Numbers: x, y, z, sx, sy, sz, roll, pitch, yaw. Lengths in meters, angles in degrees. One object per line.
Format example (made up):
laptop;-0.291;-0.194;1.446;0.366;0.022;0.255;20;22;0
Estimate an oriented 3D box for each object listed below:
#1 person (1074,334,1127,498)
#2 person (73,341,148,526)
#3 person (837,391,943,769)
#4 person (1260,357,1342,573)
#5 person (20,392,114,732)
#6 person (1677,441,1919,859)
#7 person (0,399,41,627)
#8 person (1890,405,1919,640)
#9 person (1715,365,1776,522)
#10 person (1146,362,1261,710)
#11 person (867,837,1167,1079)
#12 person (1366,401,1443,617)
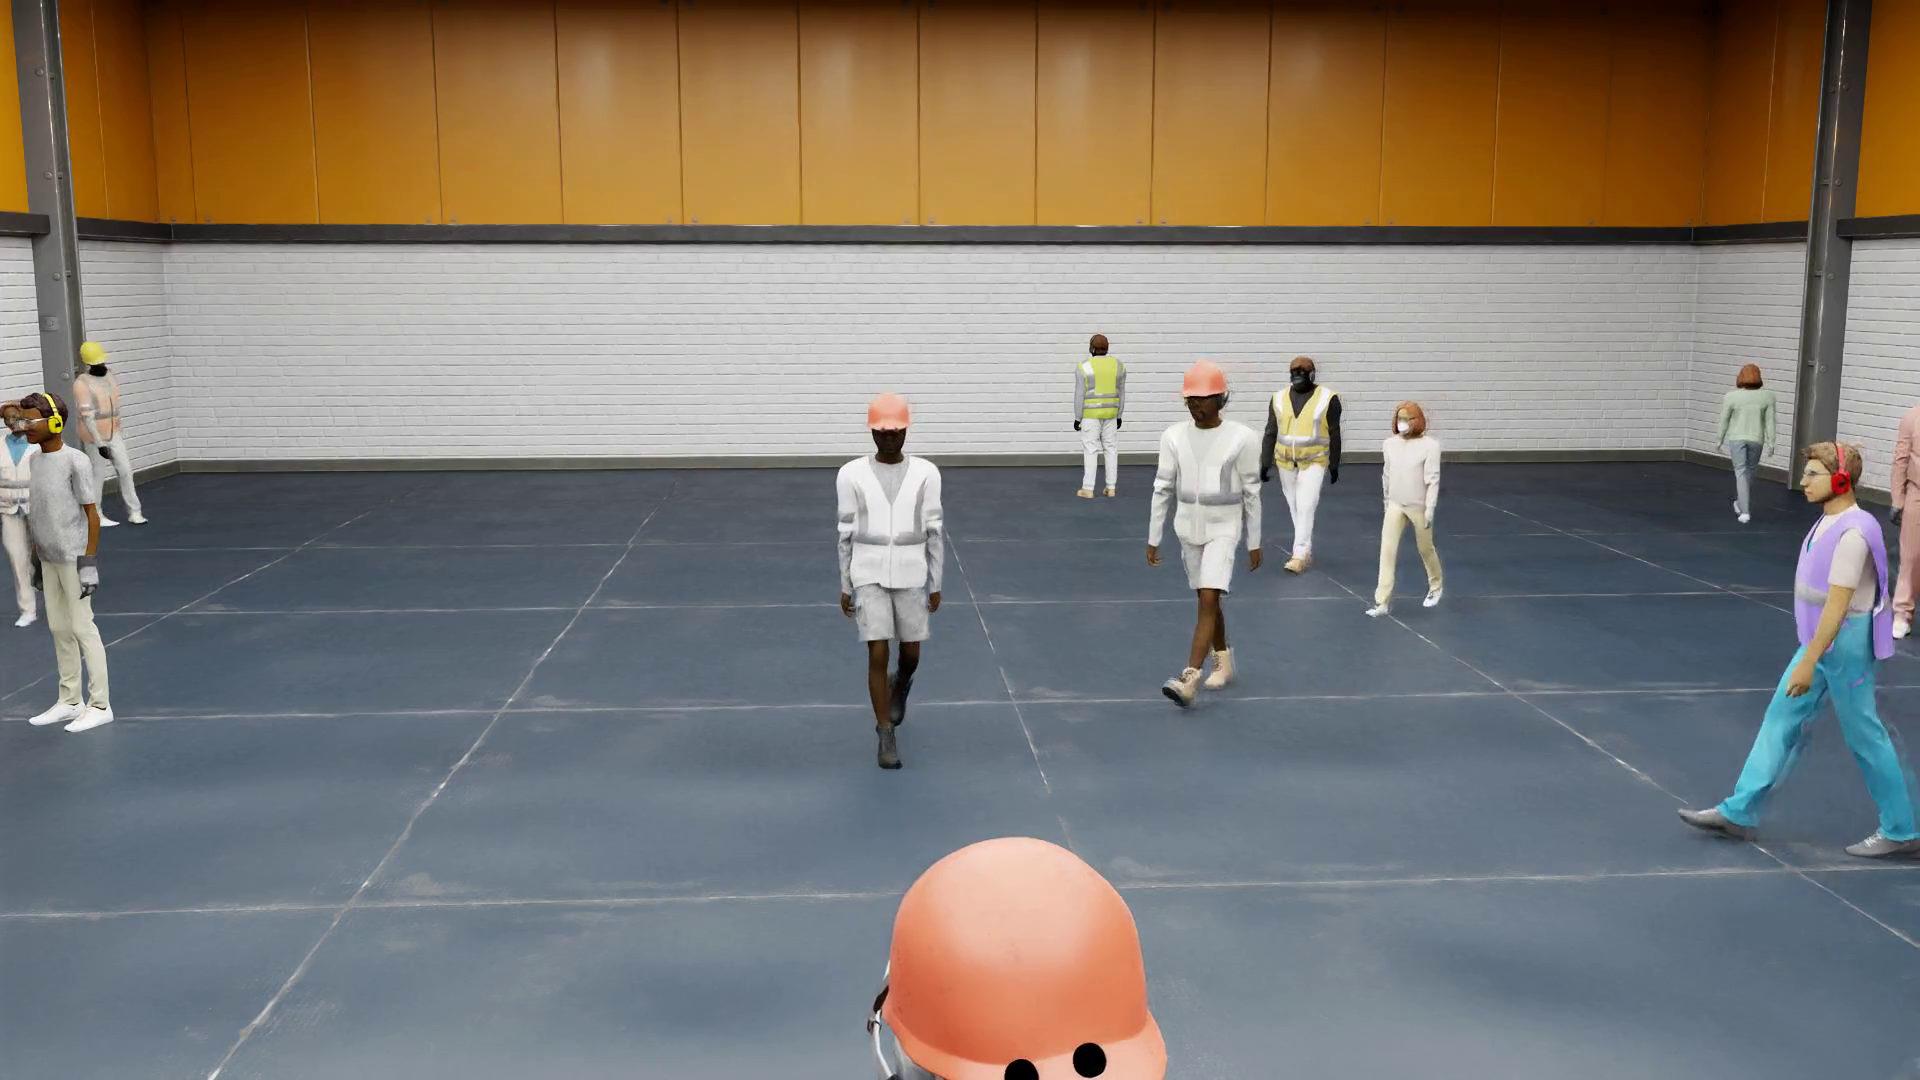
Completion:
person;1.554;-1.392;18.724;0.627;1.844;0.429;-4;10;-21
person;-8.380;-1.026;16.360;0.748;1.864;0.675;3;10;19
person;-0.366;0.175;8.663;0.549;1.918;0.757;-1;9;-7
person;2.826;-0.629;14.029;0.647;1.804;0.879;6;11;33
person;-4.933;0.120;9.142;0.534;1.868;0.309;5;10;29
person;3.694;0.478;7.125;0.975;1.793;0.594;2;9;12
person;-6.683;-0.204;11.943;0.517;1.626;0.456;-1;9;-7
person;6.674;-0.239;11.303;0.639;1.902;0.407;5;11;30
person;8.040;-1.002;17.051;0.516;1.577;0.869;2;9;13
person;1.394;-0.031;9.696;0.629;1.985;1.084;6;11;33
person;0.043;1.250;1.649;0.622;1.994;0.381;-6;11;-33
person;3.353;-0.248;12.339;0.502;1.589;0.874;8;12;41
